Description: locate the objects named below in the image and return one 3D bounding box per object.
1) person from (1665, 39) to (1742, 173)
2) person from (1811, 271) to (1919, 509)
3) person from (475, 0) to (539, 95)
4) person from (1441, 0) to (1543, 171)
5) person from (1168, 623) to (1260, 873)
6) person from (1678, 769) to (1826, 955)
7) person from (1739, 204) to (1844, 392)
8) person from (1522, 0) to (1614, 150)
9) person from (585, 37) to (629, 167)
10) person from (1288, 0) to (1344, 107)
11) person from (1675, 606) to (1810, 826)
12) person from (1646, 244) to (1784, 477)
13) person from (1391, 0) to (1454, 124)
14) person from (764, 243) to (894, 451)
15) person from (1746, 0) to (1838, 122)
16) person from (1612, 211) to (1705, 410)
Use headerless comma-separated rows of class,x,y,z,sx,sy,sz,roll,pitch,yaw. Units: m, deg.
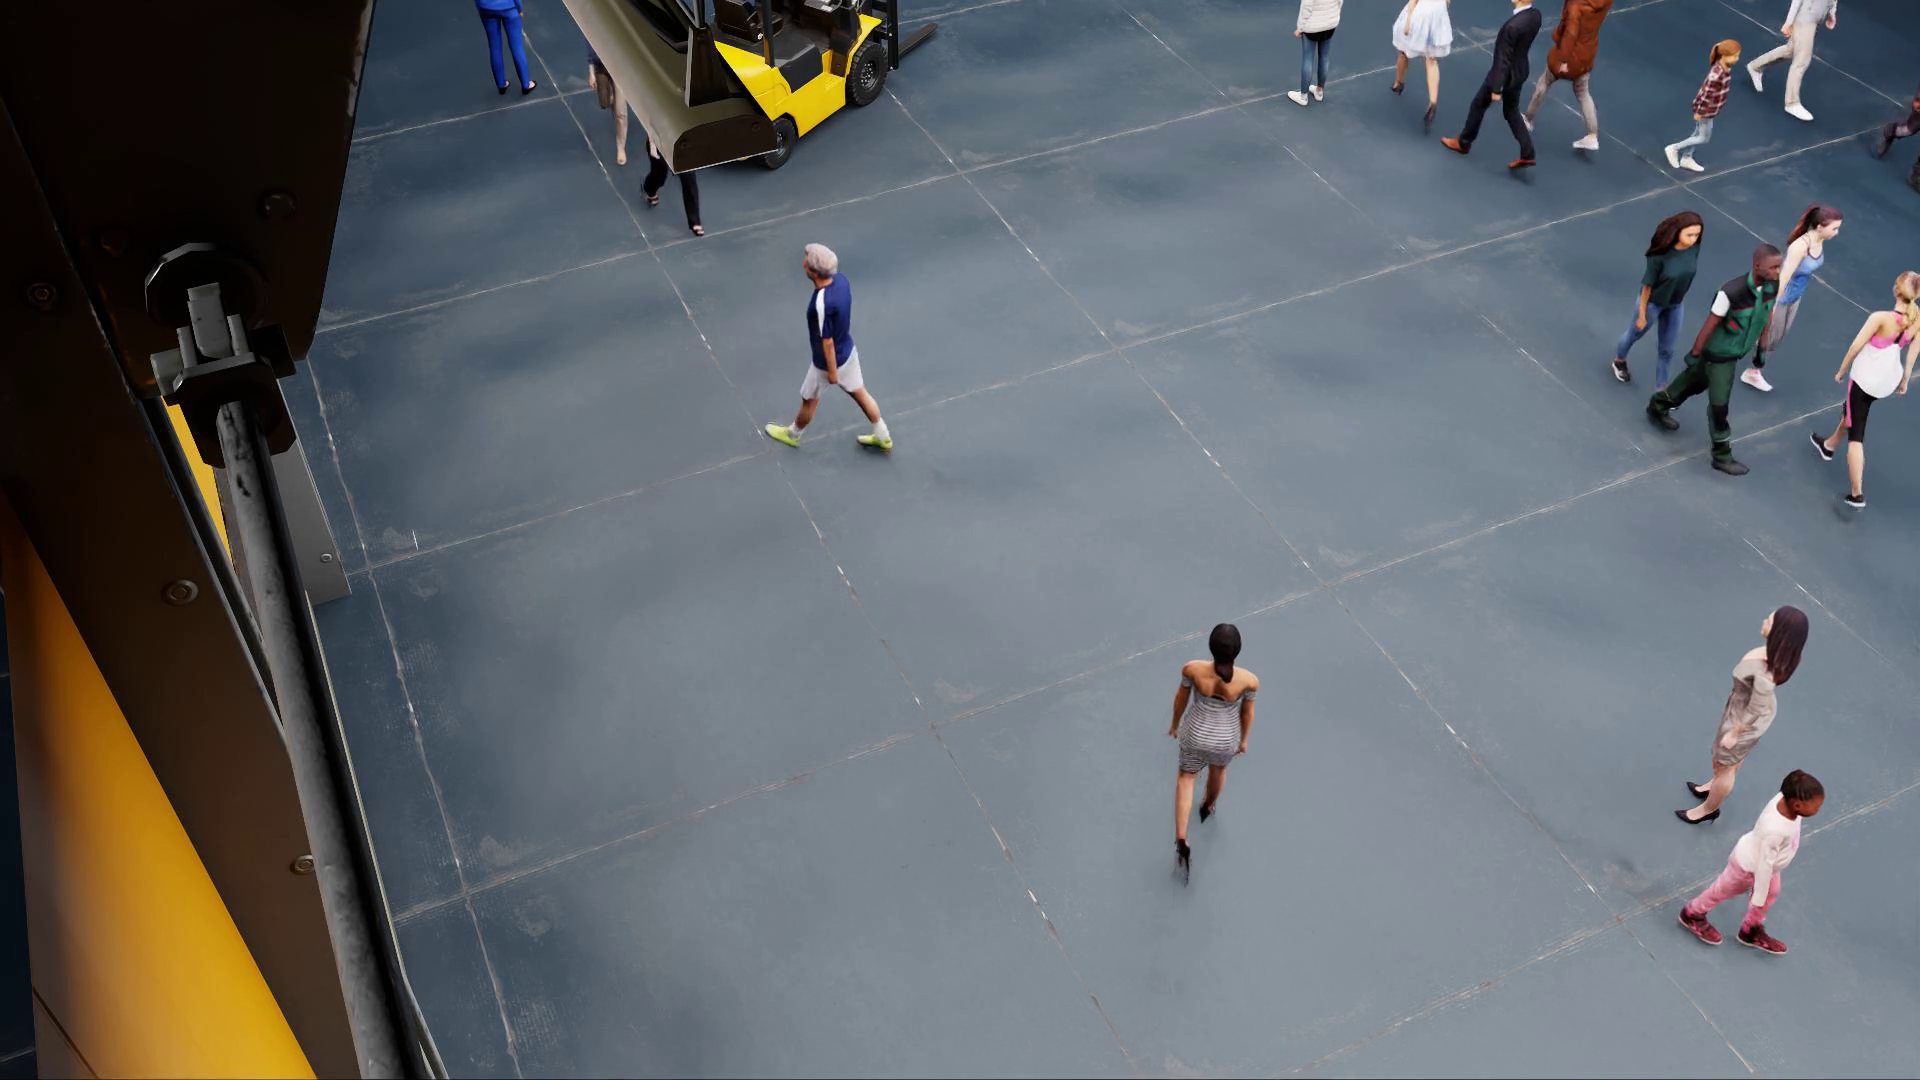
person,6.743,-3.967,15.143,0.721,1.299,0.660,24,49,23
person,6.455,-1.031,11.736,0.926,1.747,1.232,0,44,0
person,-4.456,-5.117,16.059,0.700,1.700,0.713,5,44,5
person,4.999,-4.148,14.986,0.957,1.777,1.286,-32,52,-29
person,1.385,1.175,9.377,0.925,1.806,1.014,10,44,10
person,4.280,1.709,9.087,0.908,1.432,0.787,30,51,27
person,6.242,-1.883,12.742,0.685,1.593,0.783,-25,49,-24
person,5.717,-4.410,15.250,0.807,1.792,1.235,-26,49,-25
person,-3.185,-4.342,15.265,0.861,1.672,1.109,-2,44,-2
person,3.448,-4.972,15.952,0.606,1.638,0.531,-17,46,-17
person,4.528,1.026,9.577,0.665,1.746,0.671,28,50,26
person,5.499,-1.417,12.113,0.745,1.786,1.214,-22,48,-21
person,4.420,-4.799,15.668,0.875,1.778,1.266,-5,44,-6
person,-0.836,-1.319,12.011,1.205,1.784,1.216,10,44,10
person,8.038,-5.040,15.862,0.838,1.859,1.195,-28,50,-26
person,5.295,-1.837,12.700,0.751,1.585,1.036,-7,44,-8
